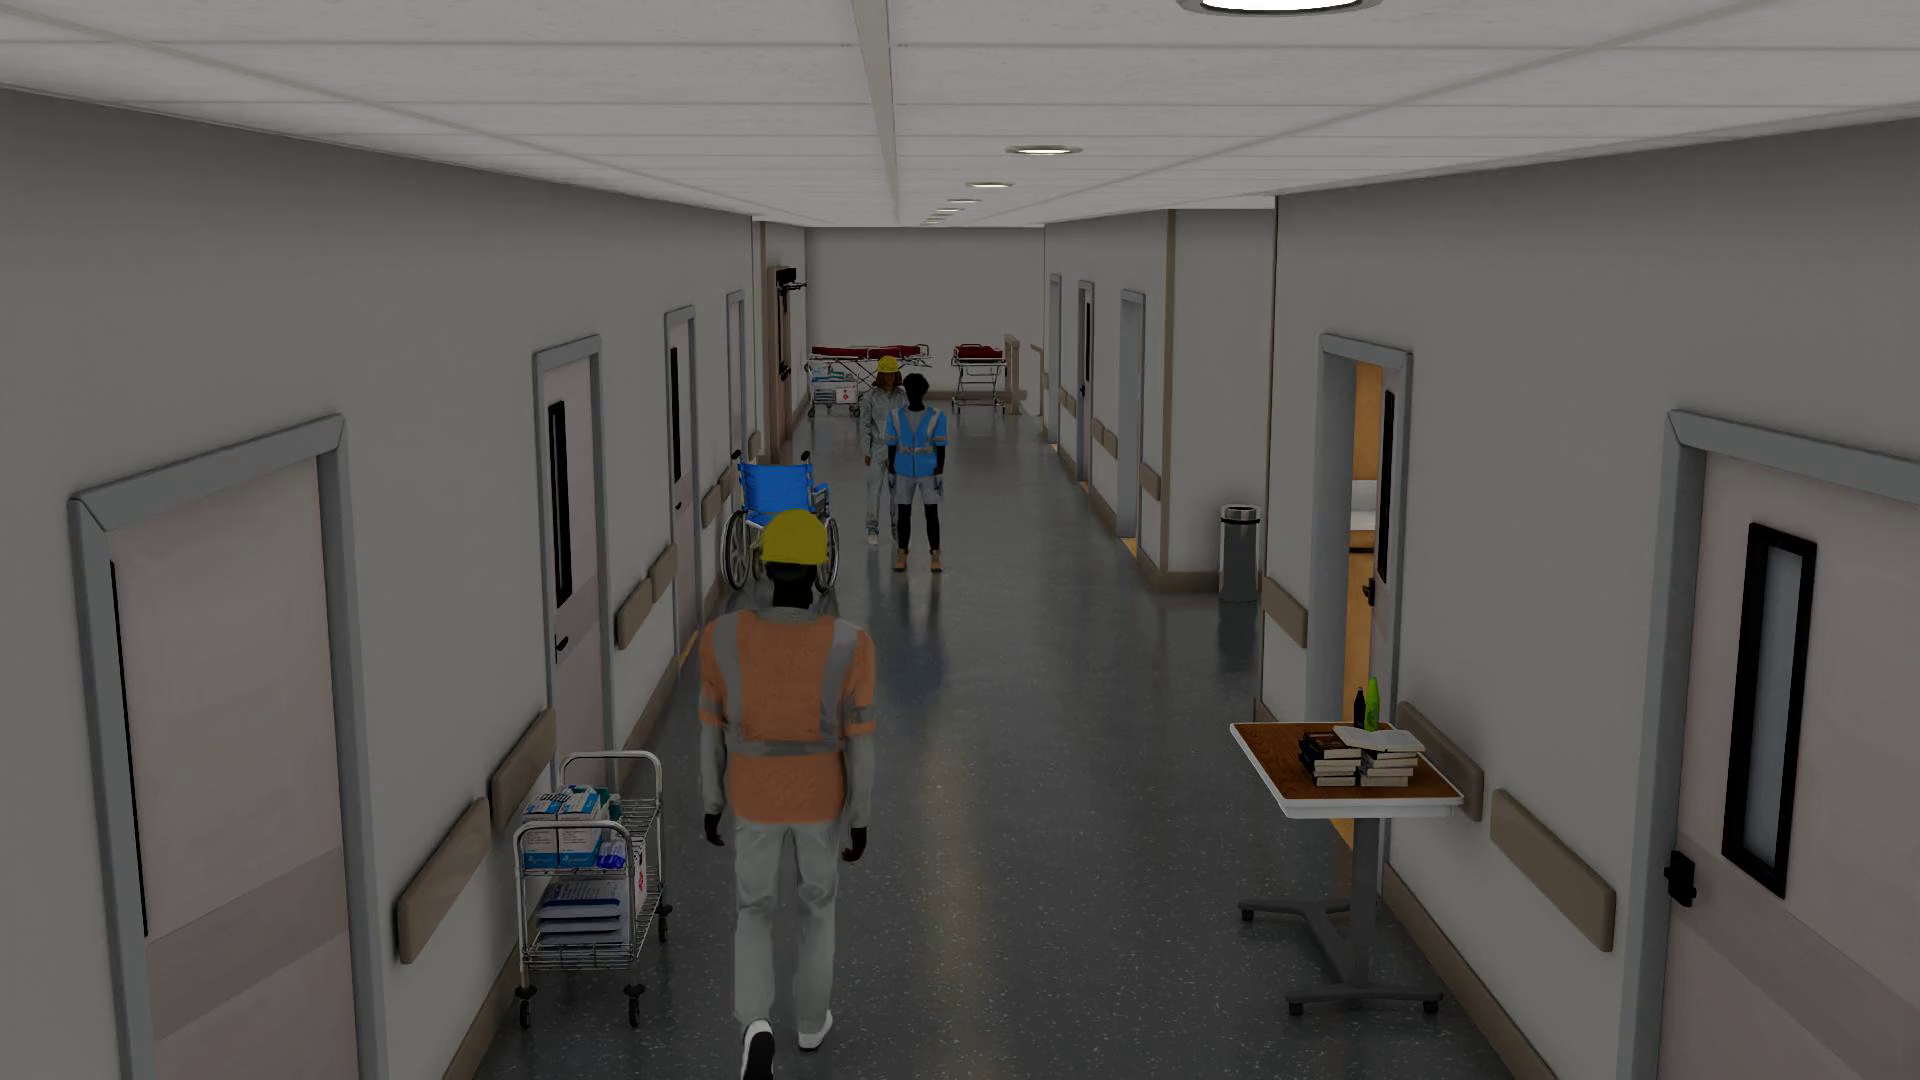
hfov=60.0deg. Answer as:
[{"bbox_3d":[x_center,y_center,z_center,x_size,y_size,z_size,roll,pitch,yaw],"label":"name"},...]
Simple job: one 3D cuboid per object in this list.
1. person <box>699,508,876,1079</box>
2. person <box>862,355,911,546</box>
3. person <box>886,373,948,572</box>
[{"bbox_3d":[-0.569,0.855,5.457,0.591,1.908,0.719,0,10,-1],"label":"person"},{"bbox_3d":[-0.655,-0.816,15.233,0.484,1.744,0.294,-4,11,-20],"label":"person"},{"bbox_3d":[-0.360,-0.564,13.991,0.540,1.691,0.320,2,10,9],"label":"person"}]
